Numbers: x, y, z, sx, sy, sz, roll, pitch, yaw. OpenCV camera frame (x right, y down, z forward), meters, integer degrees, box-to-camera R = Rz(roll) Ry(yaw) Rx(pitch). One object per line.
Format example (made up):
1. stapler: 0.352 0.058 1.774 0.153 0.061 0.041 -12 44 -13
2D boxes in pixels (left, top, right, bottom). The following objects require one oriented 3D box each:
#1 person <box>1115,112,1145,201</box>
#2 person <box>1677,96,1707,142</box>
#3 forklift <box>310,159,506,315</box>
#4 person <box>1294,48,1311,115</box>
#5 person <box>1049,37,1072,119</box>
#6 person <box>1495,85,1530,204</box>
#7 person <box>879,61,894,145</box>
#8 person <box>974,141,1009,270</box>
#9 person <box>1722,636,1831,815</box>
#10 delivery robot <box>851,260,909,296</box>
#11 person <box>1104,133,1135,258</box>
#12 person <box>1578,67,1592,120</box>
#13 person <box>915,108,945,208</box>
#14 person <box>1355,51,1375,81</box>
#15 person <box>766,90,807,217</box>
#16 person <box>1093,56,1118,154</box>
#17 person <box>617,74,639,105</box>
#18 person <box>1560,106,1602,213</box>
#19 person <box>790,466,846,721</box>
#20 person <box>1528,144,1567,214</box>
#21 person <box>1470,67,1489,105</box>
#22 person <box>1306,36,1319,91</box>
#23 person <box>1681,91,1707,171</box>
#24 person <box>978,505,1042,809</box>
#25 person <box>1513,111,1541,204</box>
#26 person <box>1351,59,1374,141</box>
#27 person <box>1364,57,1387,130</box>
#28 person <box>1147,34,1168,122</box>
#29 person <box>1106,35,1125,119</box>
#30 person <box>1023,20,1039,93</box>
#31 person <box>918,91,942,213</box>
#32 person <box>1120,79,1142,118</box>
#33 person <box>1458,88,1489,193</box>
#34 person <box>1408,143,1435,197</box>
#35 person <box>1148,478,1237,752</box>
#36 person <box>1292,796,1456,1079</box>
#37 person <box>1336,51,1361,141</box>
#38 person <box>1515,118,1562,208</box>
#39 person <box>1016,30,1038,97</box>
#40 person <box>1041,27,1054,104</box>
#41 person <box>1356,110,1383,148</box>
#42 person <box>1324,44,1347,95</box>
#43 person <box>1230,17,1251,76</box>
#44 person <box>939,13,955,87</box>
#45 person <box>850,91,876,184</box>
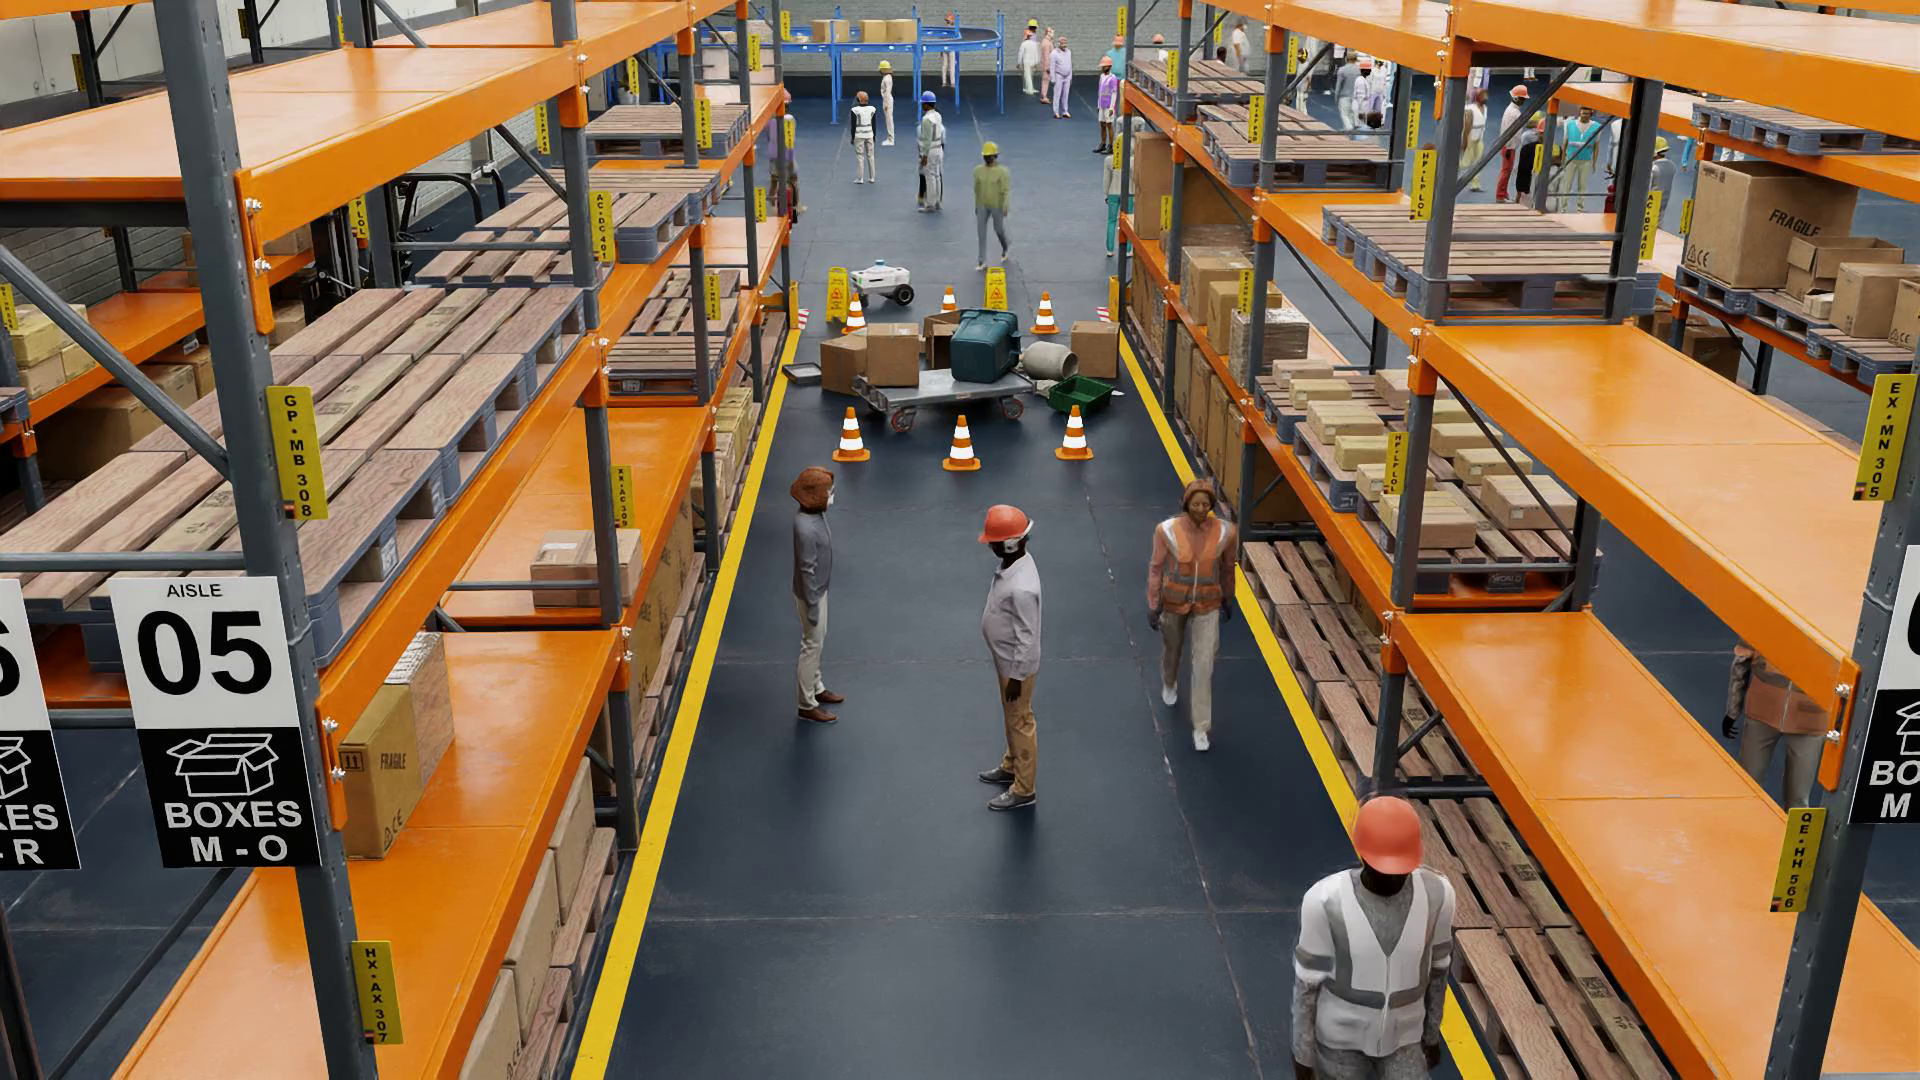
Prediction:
1. person: 2.891 -6.669 28.412 0.491 1.735 0.326 2 21 5
2. person: 15.882 -9.270 35.473 0.870 1.585 0.543 10 23 24
3. forklift: -5.622 -2.910 17.832 2.313 2.155 1.214 -1 21 -1
4. person: 7.558 -9.916 36.801 0.313 1.869 0.528 -6 21 -15
5. person: 2.428 -11.035 39.734 0.652 1.894 0.402 -16 26 -37
6. person: 9.288 -6.644 28.006 0.411 1.979 0.628 9 23 23
7. person: -1.559 -9.253 35.227 0.323 1.741 0.491 0 21 1
8. person: 0.456 -4.666 23.108 0.527 1.742 0.779 9 22 21
9. person: 4.092 0.867 8.220 0.587 1.928 0.362 13 24 31
10. delivery robot: -1.010 -3.287 20.979 0.707 0.478 0.477 -9 23 -23
11. person: 2.302 -4.921 23.744 0.526 1.768 0.315 8 22 21
12. person: 14.480 -10.479 38.633 0.294 1.623 0.507 13 24 30
13. person: -0.501 -6.412 27.833 0.542 1.645 0.853 -8 22 -21
14. person: 10.430 -12.227 42.890 0.342 1.881 0.579 -17 26 -37
15. person: -2.809 -6.236 26.886 0.617 2.004 0.935 10 23 25
16. person: 2.964 -8.857 33.910 0.364 1.936 0.547 -11 23 -27
17. person: -6.380 -7.995 31.821 0.589 1.799 0.963 7 22 17
18. person: 9.930 -6.073 26.685 0.565 1.839 0.387 7 22 19
19. person: -0.871 0.323 10.082 0.295 1.622 0.511 0 21 1
20. person: 8.040 -4.572 22.896 0.486 1.713 0.778 12 24 29
21. person: 11.748 -10.253 37.650 0.415 1.907 0.593 -8 22 -19
22. person: 9.700 -13.375 45.933 0.359 1.896 0.804 2 21 6
23. person: 14.056 -7.844 31.652 0.506 1.632 0.268 2 21 6
24. person: 0.267 0.631 9.098 0.339 1.741 0.563 -2 21 -5
25. person: 9.152 -6.016 26.716 0.496 1.708 0.718 -11 23 -26
26. person: 8.031 -8.617 33.270 0.362 1.939 0.543 4 21 11
27. person: 9.255 -9.913 36.952 0.528 1.760 0.331 -9 23 -22
28. person: 4.593 -10.754 38.809 0.619 2.025 0.450 3 21 8
29. person: 3.758 -11.061 39.689 0.638 1.969 0.611 4 21 10
30. person: 1.942 -13.237 45.504 0.382 1.921 0.591 -11 23 -27
31. person: -0.493 -6.369 27.316 0.393 1.946 0.617 6 22 17
32. person: 3.421 -8.601 33.353 0.565 1.850 0.390 -15 26 -35
33. person: 8.982 -7.059 29.331 0.572 1.814 0.746 -19 28 -41
34. person: 6.581 -4.864 23.789 0.323 1.624 0.534 15 25 34
35. person: 1.384 0.376 9.988 0.531 1.592 0.893 1 21 2
36. person: 1.447 1.747 5.902 0.566 1.919 0.432 -1 21 -2
37. person: 8.343 -9.467 35.559 0.634 1.917 0.818 -5 21 -12
38. person: 8.129 -4.928 23.442 0.608 1.996 0.381 -1 21 -2
39. person: 1.761 -12.784 44.587 0.670 1.722 0.559 17 27 38
40. person: 2.275 -12.228 42.875 0.403 1.900 0.641 1 21 2
41. person: 6.317 -5.734 25.803 0.433 1.829 0.657 -1 21 -3
42. person: 10.214 -12.948 44.810 0.732 1.866 0.823 -13 24 -31
43. person: 7.668 -13.156 45.128 0.759 2.000 0.698 9 22 22
44. person: -0.293 -13.839 46.997 0.623 1.992 0.397 14 25 33
45. person: -1.752 -7.309 30.230 0.523 1.639 0.306 -12 24 -29
